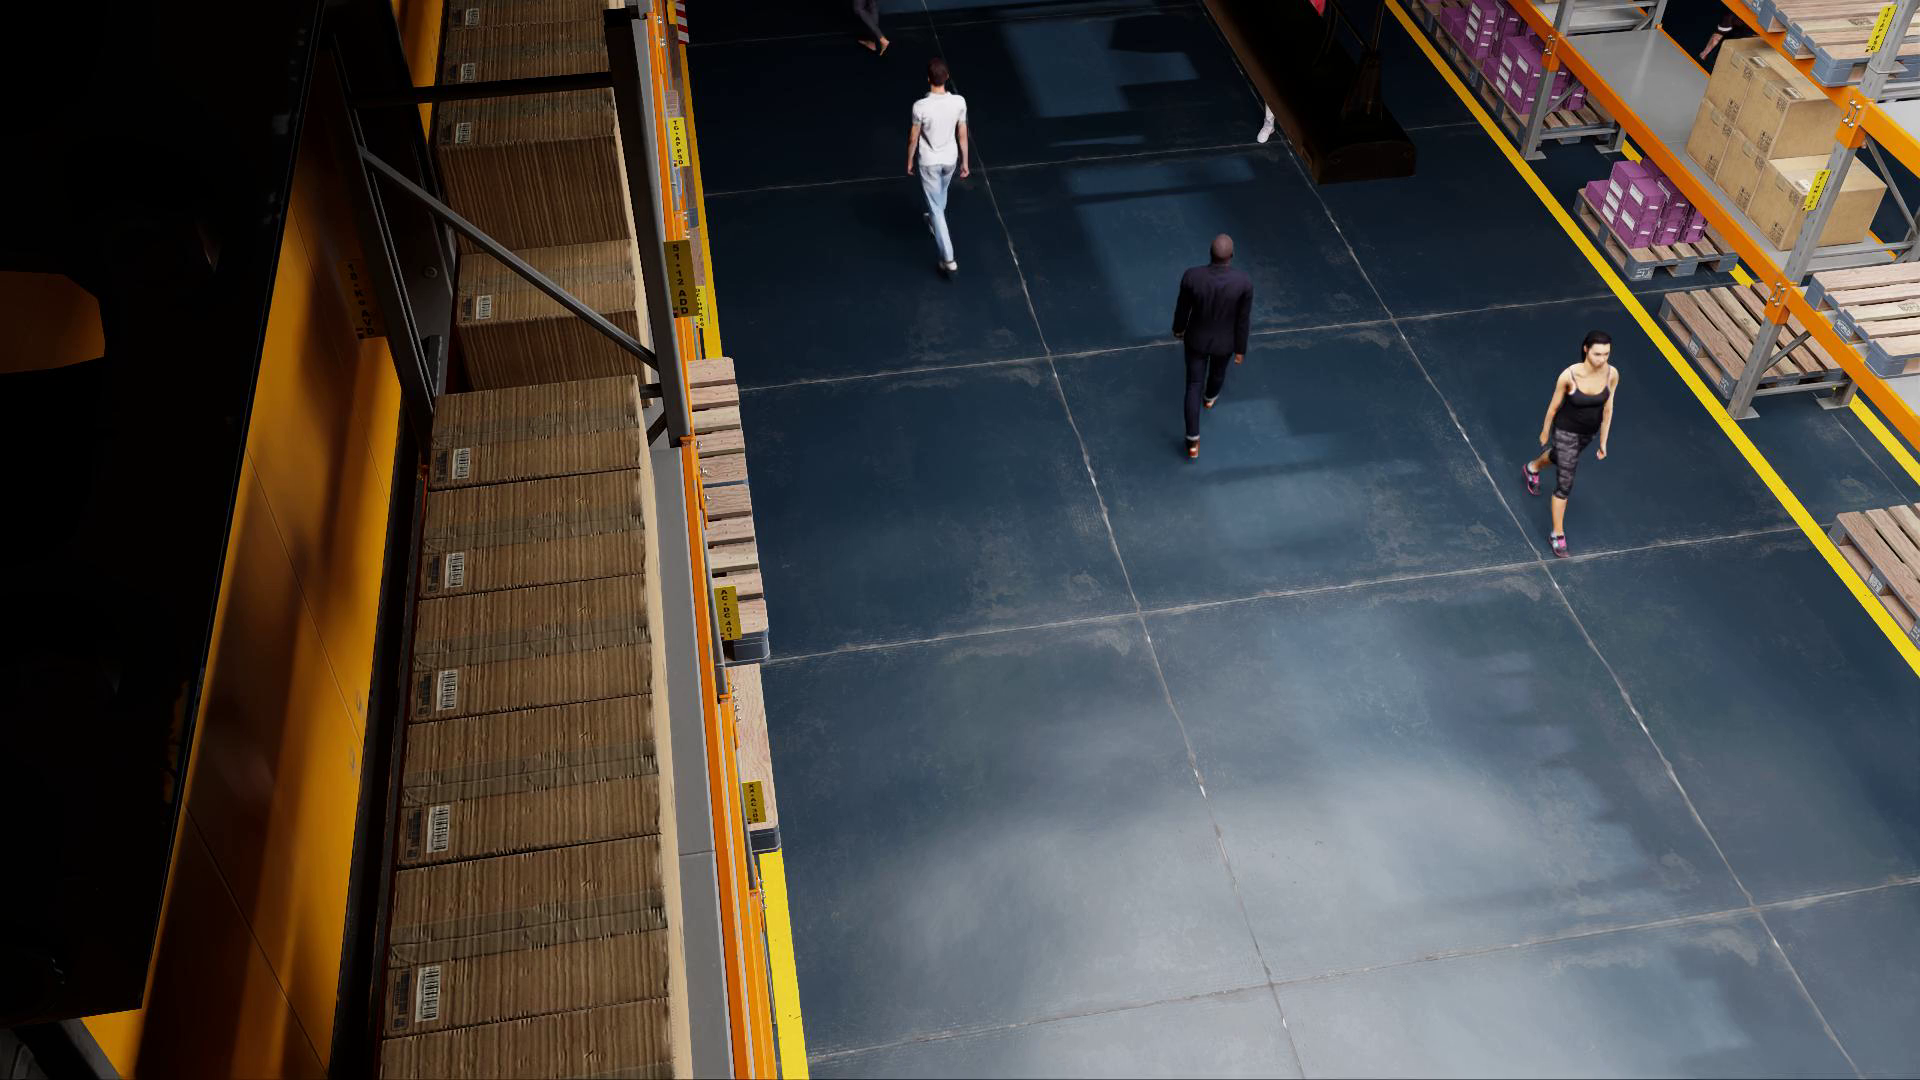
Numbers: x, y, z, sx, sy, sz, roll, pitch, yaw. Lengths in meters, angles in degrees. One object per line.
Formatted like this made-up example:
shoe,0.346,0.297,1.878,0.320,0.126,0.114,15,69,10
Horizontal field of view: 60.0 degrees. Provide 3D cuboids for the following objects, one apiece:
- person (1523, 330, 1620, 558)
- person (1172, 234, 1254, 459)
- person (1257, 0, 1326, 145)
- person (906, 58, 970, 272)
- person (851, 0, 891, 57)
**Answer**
person,4.341,-0.812,11.851,0.587,1.678,1.169,-5,44,-5
person,1.848,-1.412,12.414,0.964,1.772,1.240,6,44,6
person,3.155,-4.663,15.791,0.734,1.820,0.683,5,44,6
person,-0.160,-3.160,14.226,0.852,1.803,1.316,-16,46,-16
person,-0.877,-5.779,17.011,0.859,1.753,0.971,-32,52,-29
